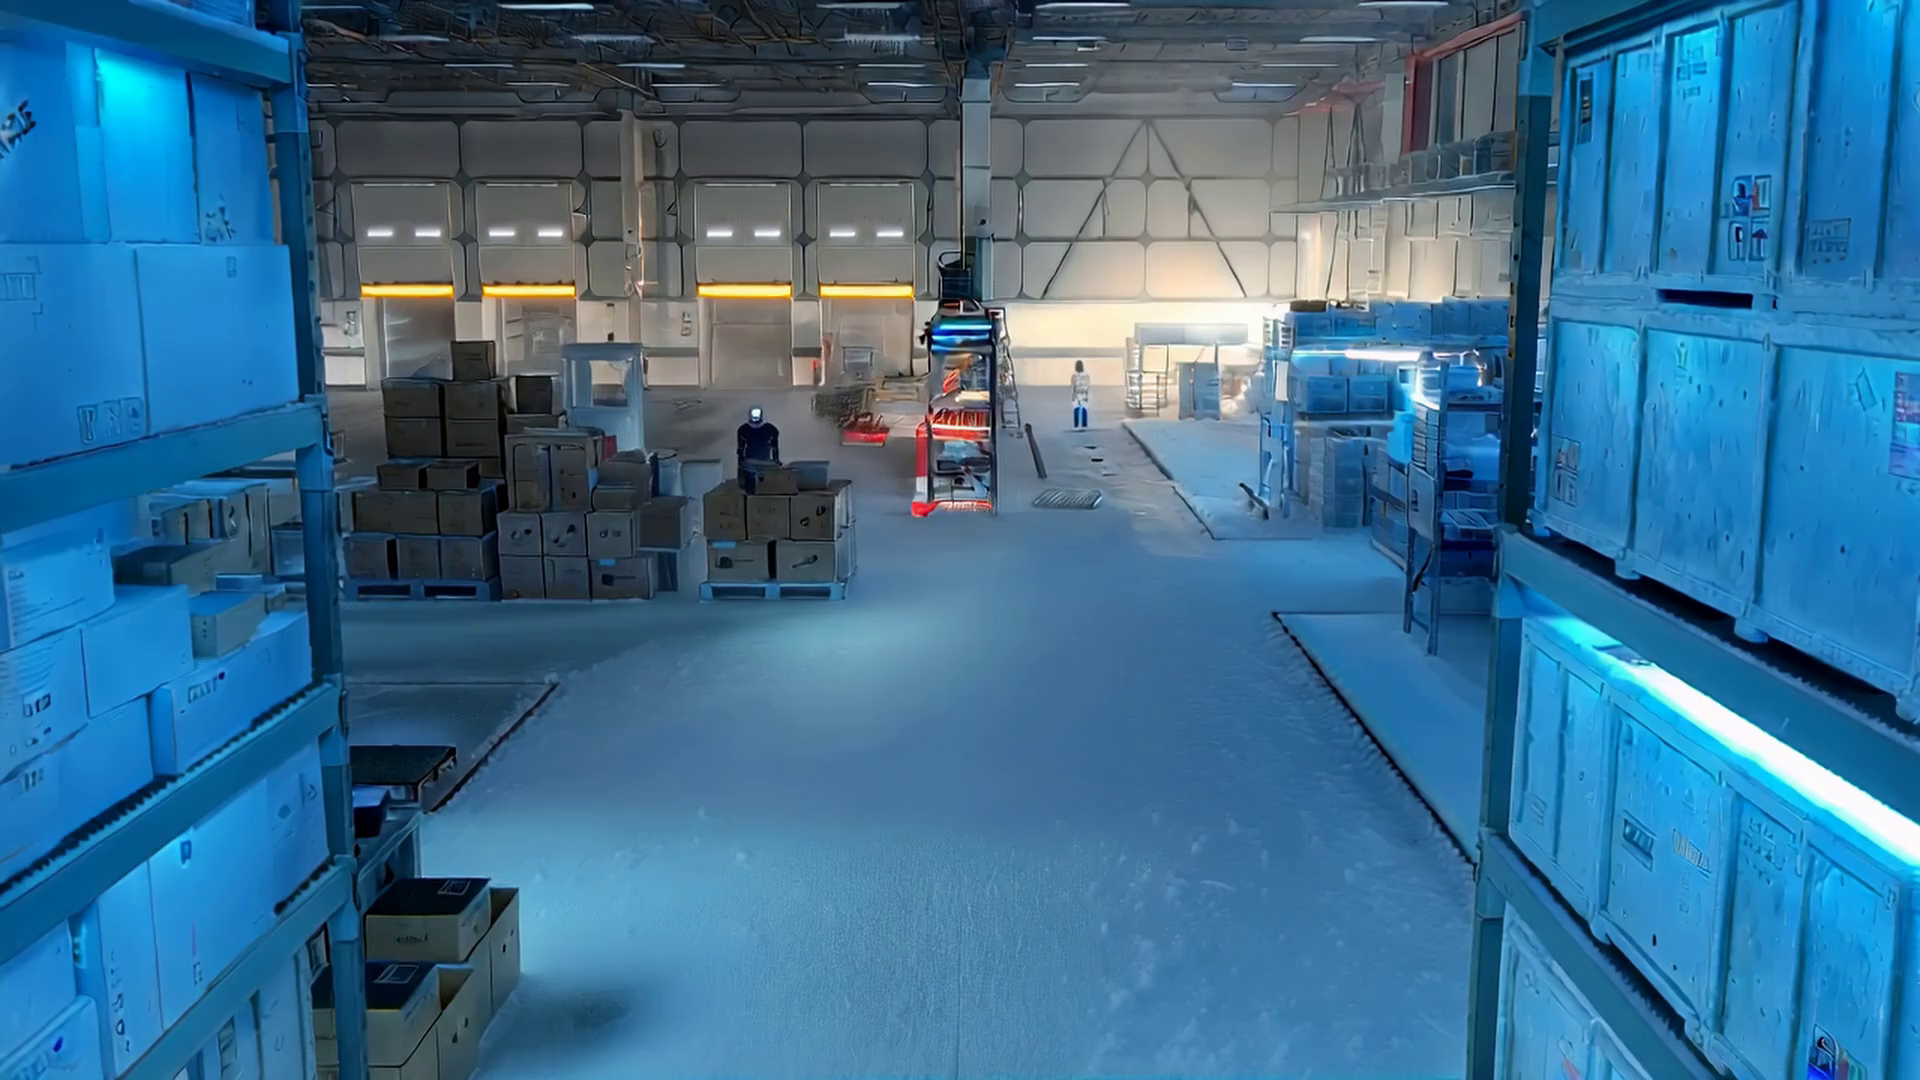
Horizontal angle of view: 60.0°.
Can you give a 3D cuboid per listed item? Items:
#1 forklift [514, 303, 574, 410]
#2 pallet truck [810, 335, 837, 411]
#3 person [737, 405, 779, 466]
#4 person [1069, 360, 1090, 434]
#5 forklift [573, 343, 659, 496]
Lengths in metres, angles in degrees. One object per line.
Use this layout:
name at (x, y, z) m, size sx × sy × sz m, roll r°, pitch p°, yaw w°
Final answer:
forklift at (-10.721, -4.667, 42.626) m, size 1.129 × 2.768 × 1.873 m, roll 0°, pitch 10°, yaw 1°
pallet truck at (-3.021, -4.312, 43.126) m, size 1.885 × 1.965 × 0.823 m, roll 3°, pitch 10°, yaw 17°
person at (-2.947, -1.013, 24.319) m, size 0.623 × 1.932 × 0.373 m, roll 1°, pitch 10°, yaw 7°
person at (2.733, -3.247, 37.866) m, size 0.324 × 1.690 × 0.536 m, roll -9°, pitch 13°, yaw -42°
forklift at (-5.085, -1.475, 24.210) m, size 1.129 × 2.768 × 1.873 m, roll 0°, pitch 10°, yaw 1°
